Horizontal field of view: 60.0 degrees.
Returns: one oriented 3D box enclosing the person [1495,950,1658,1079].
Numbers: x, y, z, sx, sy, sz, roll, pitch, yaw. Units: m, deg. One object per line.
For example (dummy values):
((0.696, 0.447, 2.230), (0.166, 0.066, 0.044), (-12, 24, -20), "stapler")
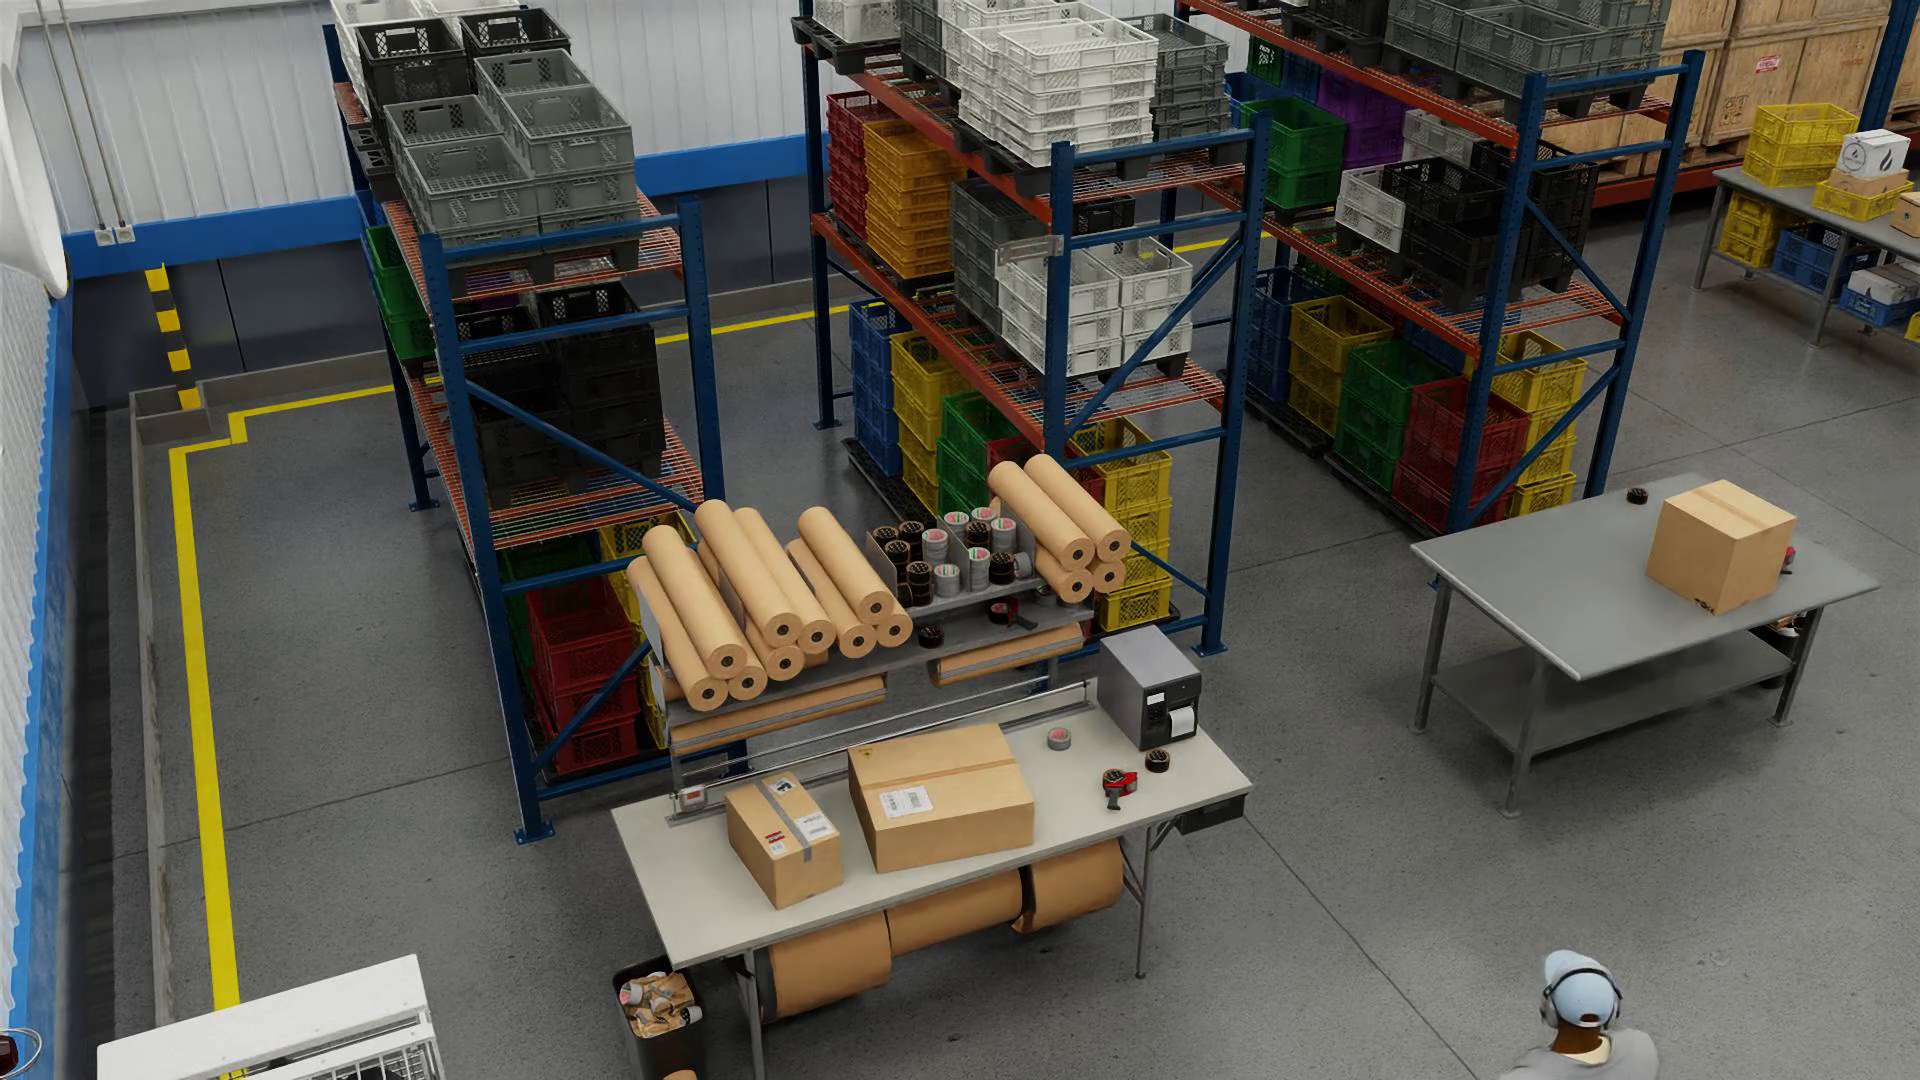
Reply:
((1.797, 2.002, 5.210), (0.596, 1.849, 0.388), (-13, 34, -20), "person")
